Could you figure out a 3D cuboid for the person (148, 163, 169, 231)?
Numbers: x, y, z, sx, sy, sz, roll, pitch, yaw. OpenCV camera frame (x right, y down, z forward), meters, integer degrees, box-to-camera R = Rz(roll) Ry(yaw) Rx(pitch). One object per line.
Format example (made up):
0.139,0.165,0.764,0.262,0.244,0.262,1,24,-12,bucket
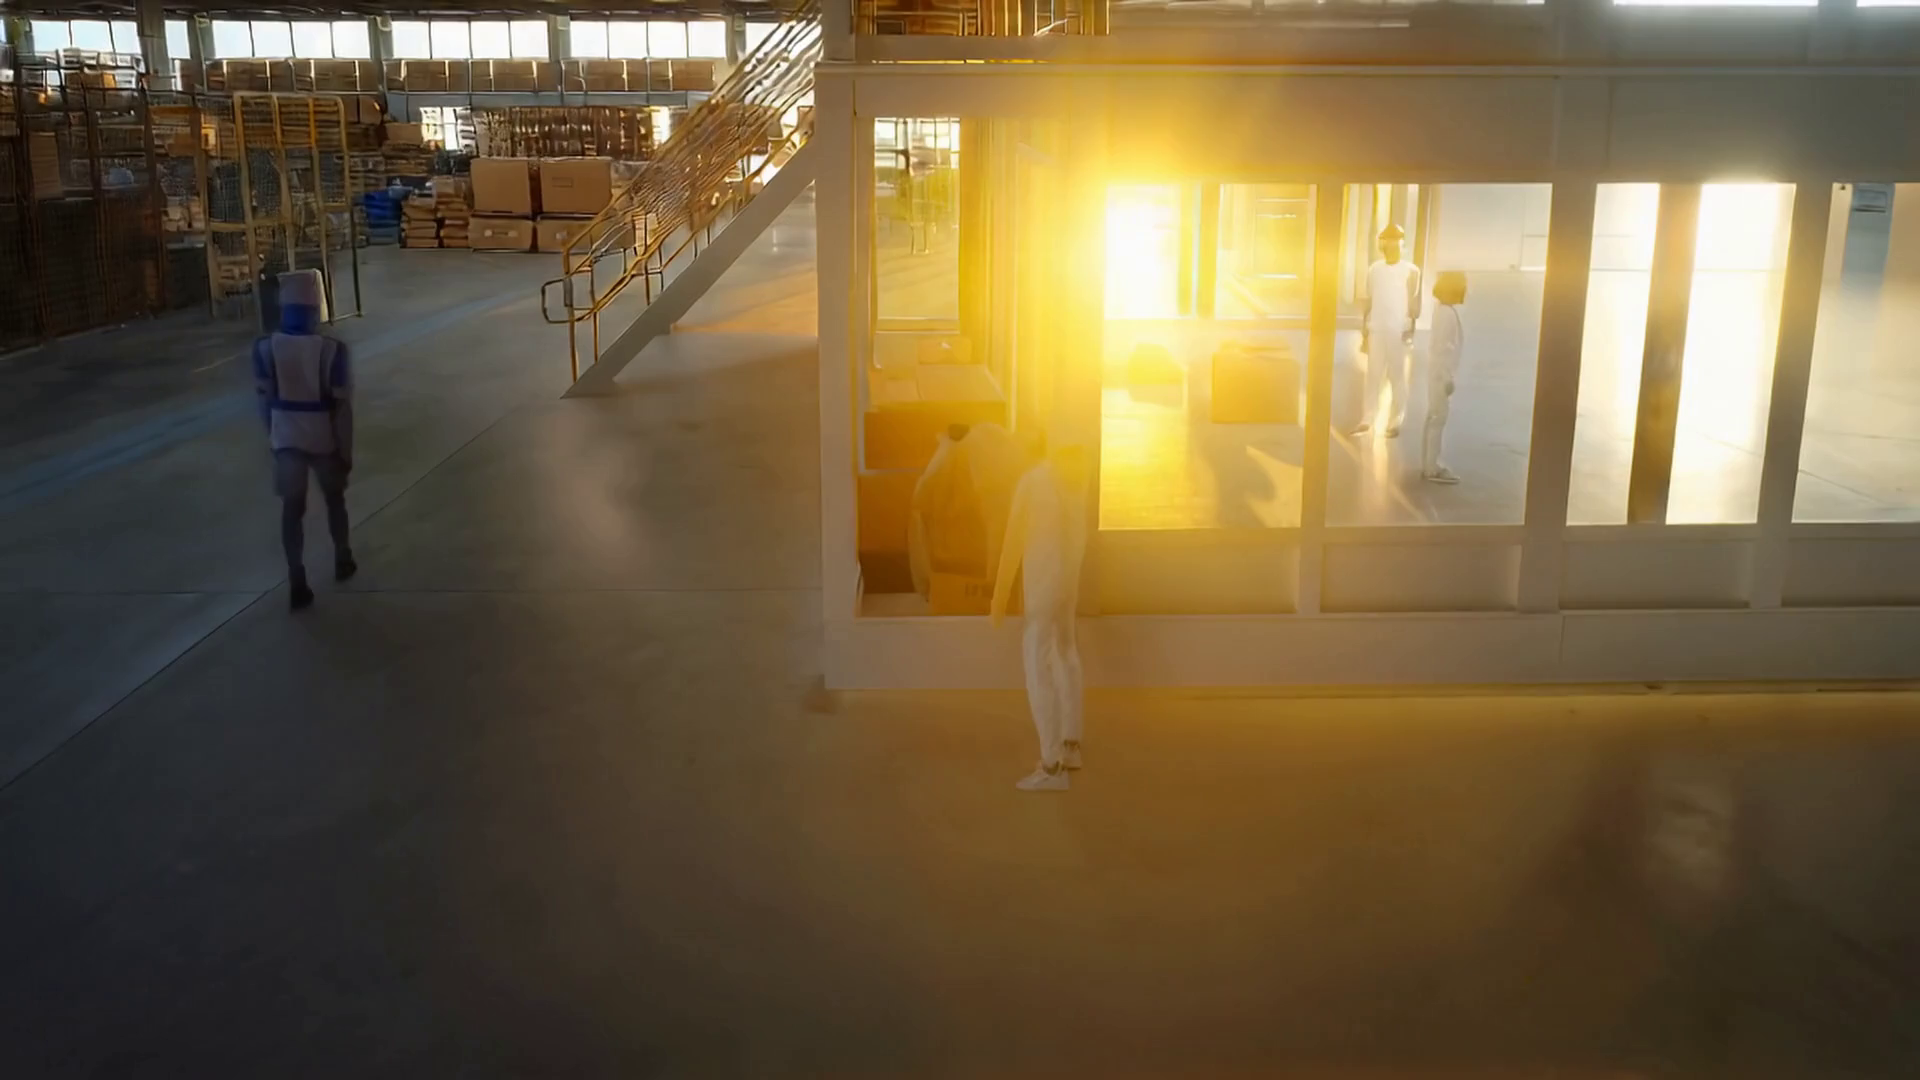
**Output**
-15.568,-6.317,32.376,0.381,1.994,0.613,-9,17,-32,person

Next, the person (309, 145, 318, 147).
-36.313,-21.529,93.520,0.431,1.833,0.636,13,19,43,person

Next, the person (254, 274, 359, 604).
-3.815,-0.596,9.728,0.544,1.898,0.958,-2,14,-10,person

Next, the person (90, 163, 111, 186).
-24.201,-9.785,46.907,0.528,1.666,0.837,1,14,2,person

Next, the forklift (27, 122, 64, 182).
-35.376,-14.773,64.377,1.129,2.768,1.873,-1,14,-2,forklift

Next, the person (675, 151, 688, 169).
-10.851,-14.386,65.189,0.675,1.720,0.333,-10,17,-35,person

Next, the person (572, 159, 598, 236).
-8.720,-7.846,38.521,1.086,1.990,0.623,5,15,20,person

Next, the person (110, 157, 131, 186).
-24.738,-10.398,49.104,0.604,1.795,0.910,-1,14,-3,person

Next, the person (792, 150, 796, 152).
-7.405,-16.750,74.519,0.967,1.782,0.610,10,17,34,person

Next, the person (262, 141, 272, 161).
-31.584,-17.168,75.741,0.615,1.997,0.373,7,16,27,person
